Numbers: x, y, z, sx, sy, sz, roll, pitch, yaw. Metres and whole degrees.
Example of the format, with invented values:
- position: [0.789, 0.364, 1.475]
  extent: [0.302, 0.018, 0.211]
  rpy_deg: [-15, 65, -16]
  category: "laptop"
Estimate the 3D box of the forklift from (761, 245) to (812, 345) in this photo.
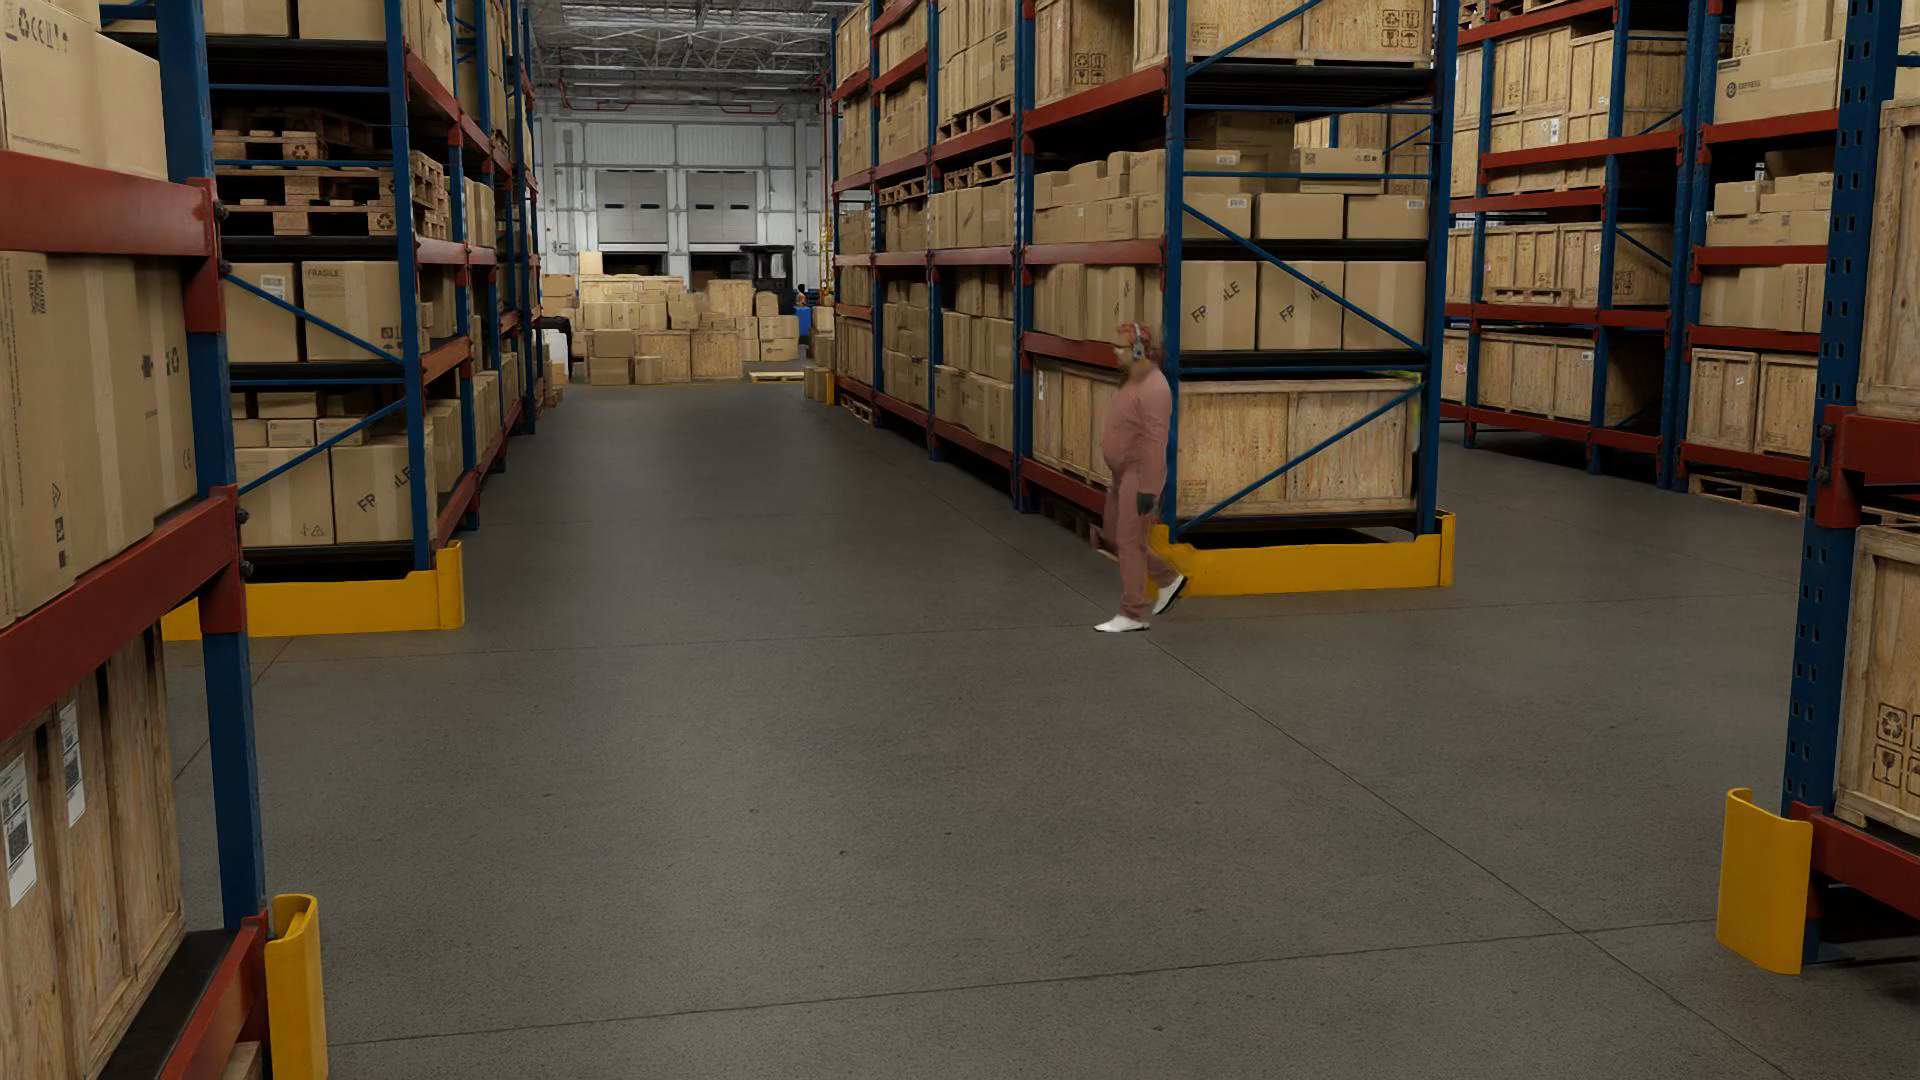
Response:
- position: [-5.040, -6.785, 46.180]
  extent: [1.129, 2.768, 1.873]
  rpy_deg: [5, 11, 29]
  category: "forklift"

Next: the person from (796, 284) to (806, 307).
- position: [-5.018, -7.236, 52.521]
  extent: [0.322, 1.698, 0.533]
  rpy_deg: [-4, 10, -25]
  category: "person"

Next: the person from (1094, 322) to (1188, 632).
- position: [1.107, -0.375, 10.129]
  extent: [0.539, 1.893, 0.648]
  rpy_deg: [-2, 9, -11]
  category: "person"

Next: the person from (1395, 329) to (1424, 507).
- position: [4.025, -1.065, 14.969]
  extent: [0.494, 1.678, 0.540]
  rpy_deg: [9, 13, 44]
  category: "person"

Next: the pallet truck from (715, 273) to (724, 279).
- position: [-8.580, -8.986, 62.280]
  extent: [1.885, 1.965, 0.823]
  rpy_deg: [1, 9, 5]
  category: "pallet truck"
